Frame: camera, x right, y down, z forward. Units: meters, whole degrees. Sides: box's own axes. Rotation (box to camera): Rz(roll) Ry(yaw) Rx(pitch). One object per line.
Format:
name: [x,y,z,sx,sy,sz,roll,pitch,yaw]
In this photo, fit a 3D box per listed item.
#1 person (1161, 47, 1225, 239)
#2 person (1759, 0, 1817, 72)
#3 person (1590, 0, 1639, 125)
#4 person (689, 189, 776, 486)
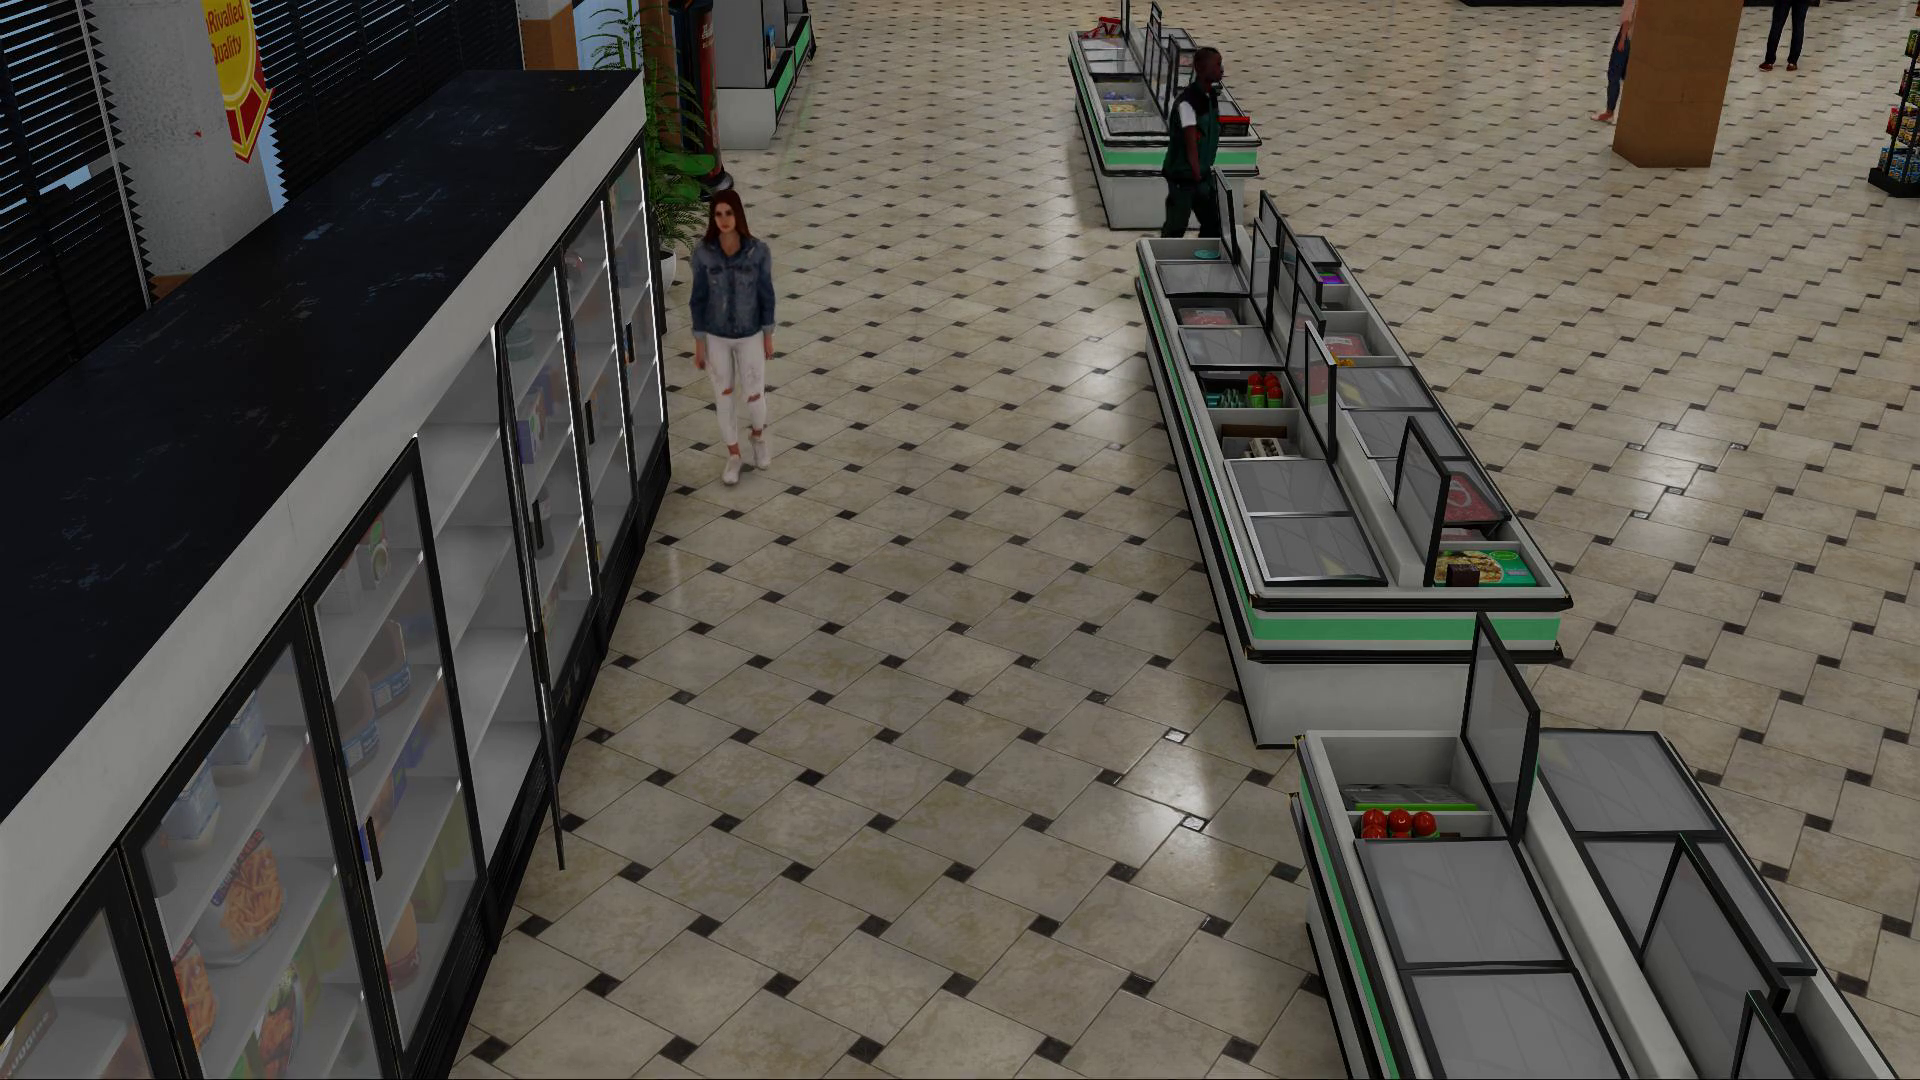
person: [1.597,-2.671,12.152,0.925,1.819,0.857,18,32,32]
person: [9.895,-6.510,19.716,0.758,1.824,0.685,7,28,13]
person: [6.942,-5.110,17.014,0.954,1.771,1.028,-23,35,-38]
person: [-1.260,-1.144,9.288,0.613,1.686,0.626,-1,27,-1]
